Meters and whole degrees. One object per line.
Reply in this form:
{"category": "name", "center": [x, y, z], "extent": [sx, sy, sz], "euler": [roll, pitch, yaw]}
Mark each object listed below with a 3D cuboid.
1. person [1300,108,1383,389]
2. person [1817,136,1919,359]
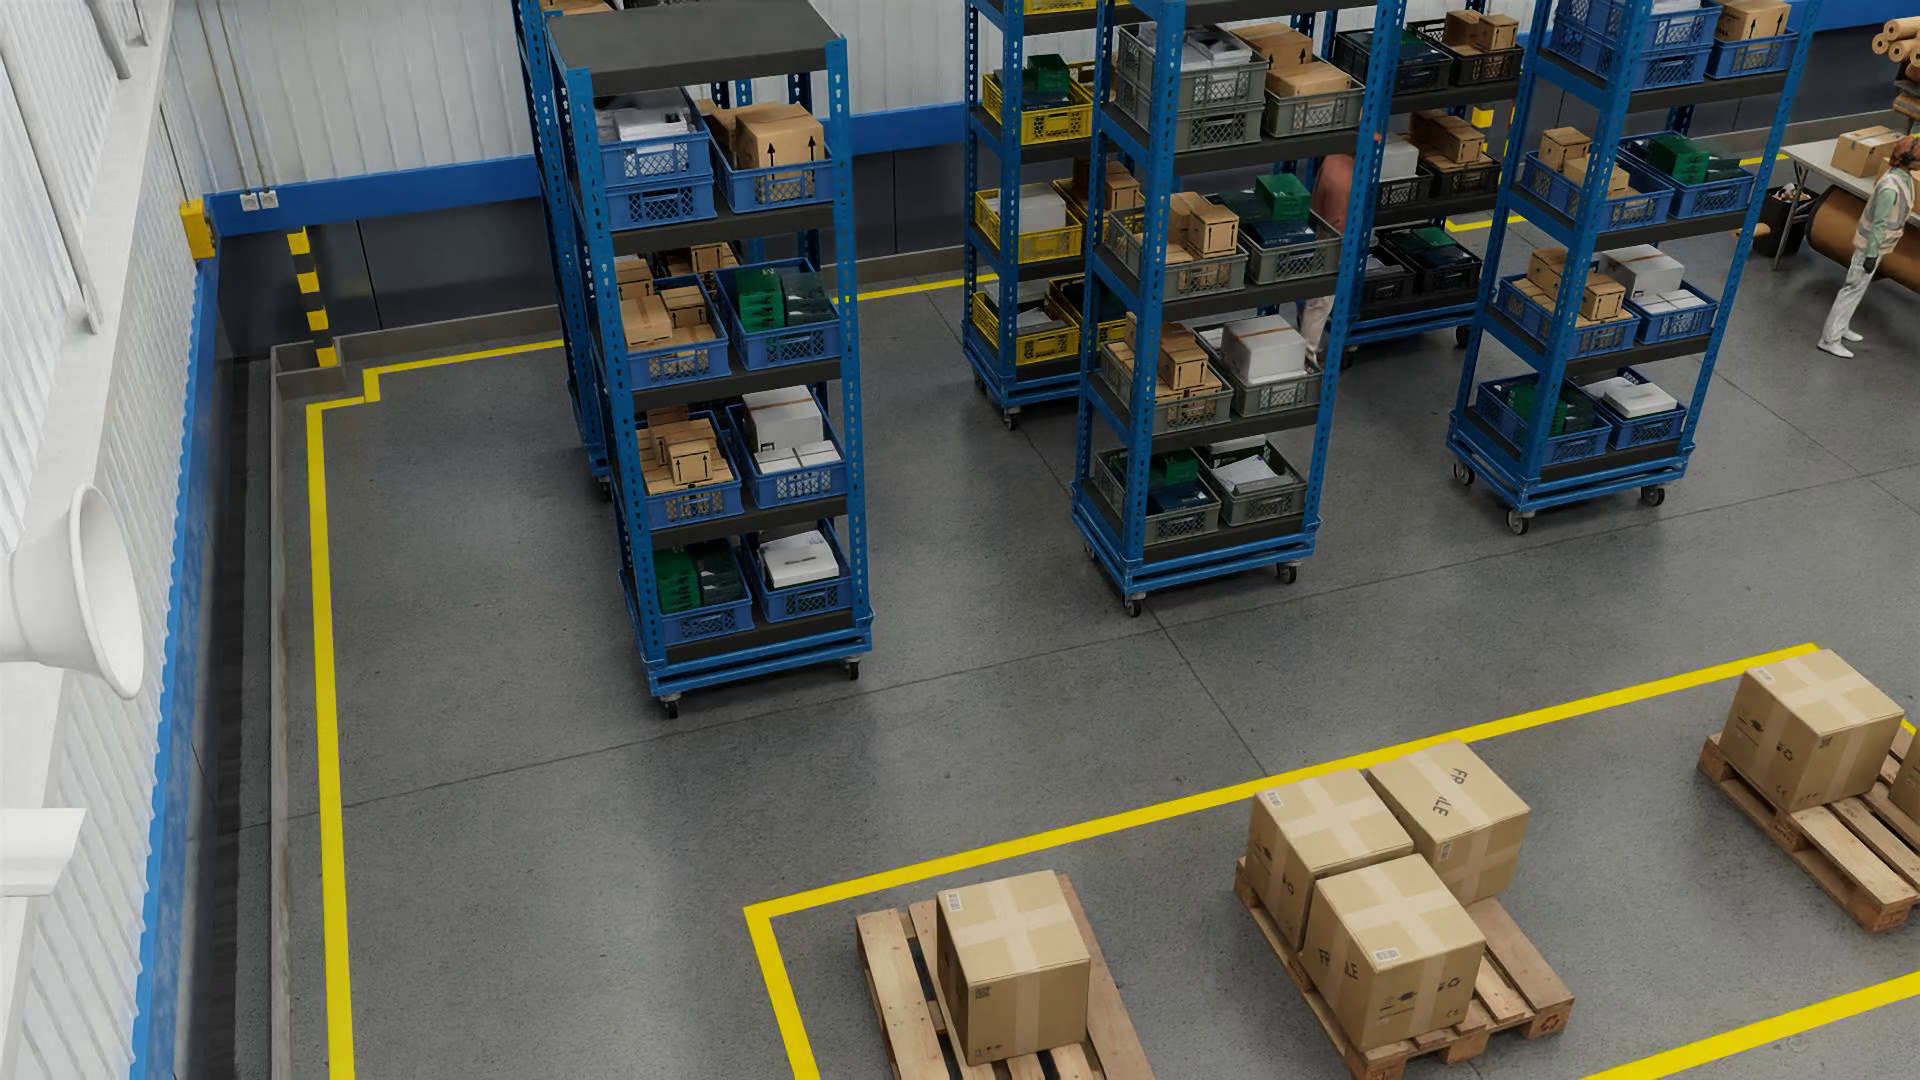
{"category": "person", "center": [2.572, -1.997, 11.389], "extent": [0.405, 1.985, 0.618], "euler": [7, 36, 10]}
{"category": "person", "center": [6.501, -2.087, 11.817], "extent": [0.312, 1.632, 0.514], "euler": [23, 41, 29]}
